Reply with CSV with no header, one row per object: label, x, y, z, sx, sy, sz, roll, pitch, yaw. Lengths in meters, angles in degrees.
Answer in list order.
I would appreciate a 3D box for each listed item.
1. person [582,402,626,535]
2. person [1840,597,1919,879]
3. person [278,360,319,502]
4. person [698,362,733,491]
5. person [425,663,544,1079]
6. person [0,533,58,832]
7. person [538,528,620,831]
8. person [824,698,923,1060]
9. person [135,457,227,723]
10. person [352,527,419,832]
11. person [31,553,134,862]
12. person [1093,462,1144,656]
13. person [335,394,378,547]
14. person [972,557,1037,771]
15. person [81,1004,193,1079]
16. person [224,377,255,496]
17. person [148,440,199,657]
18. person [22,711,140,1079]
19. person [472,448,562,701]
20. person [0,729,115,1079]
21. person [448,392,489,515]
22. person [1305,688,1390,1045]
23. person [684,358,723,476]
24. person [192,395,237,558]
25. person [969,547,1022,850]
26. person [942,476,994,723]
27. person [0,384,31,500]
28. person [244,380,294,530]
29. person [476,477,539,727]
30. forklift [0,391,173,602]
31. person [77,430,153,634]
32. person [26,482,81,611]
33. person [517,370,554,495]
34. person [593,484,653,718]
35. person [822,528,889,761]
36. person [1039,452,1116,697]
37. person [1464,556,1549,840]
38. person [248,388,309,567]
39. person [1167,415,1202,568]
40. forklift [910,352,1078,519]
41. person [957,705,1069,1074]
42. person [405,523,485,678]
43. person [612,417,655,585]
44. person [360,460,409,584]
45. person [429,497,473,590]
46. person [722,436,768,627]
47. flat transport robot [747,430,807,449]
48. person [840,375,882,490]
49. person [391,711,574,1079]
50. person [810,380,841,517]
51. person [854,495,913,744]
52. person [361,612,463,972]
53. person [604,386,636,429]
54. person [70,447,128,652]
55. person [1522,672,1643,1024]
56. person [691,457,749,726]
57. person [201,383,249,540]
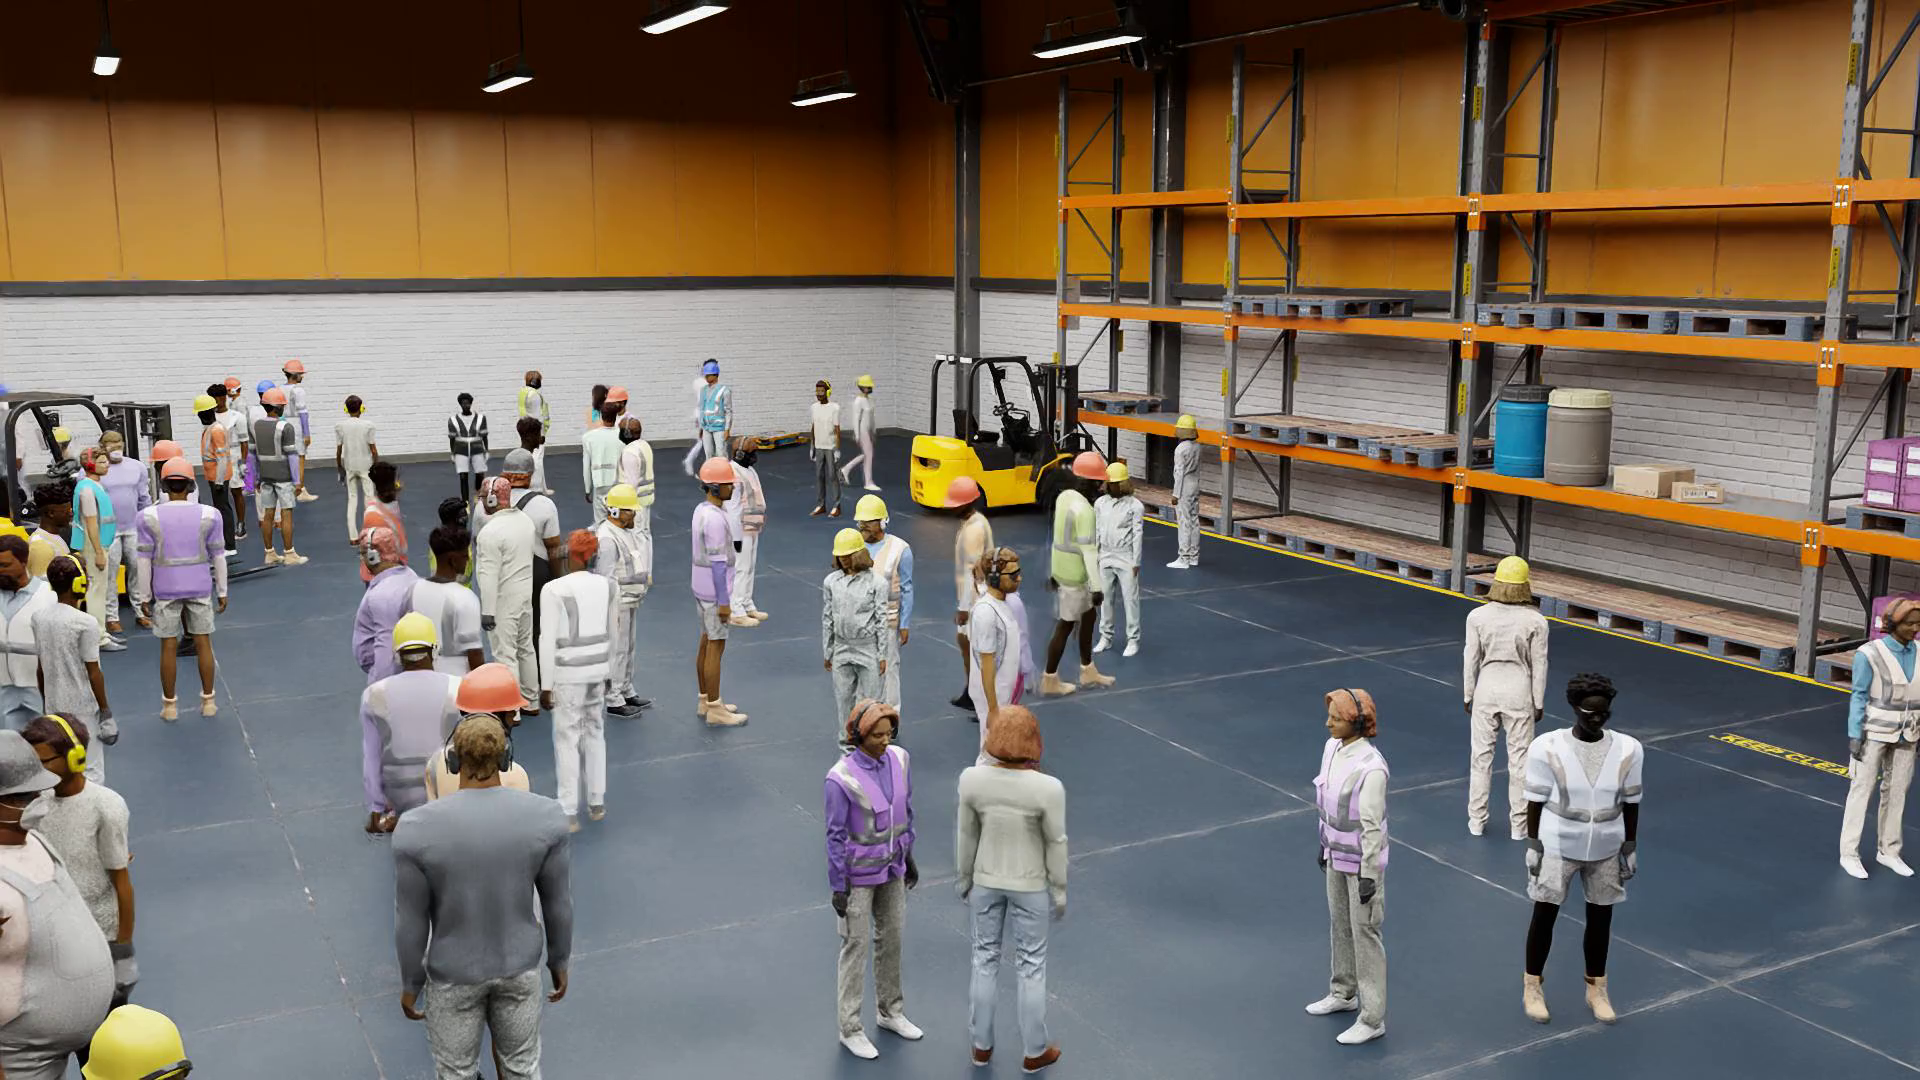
person,-3.913,-0.589,18.636,0.588,1.911,0.386,-2,10,-11
person,5.319,1.129,9.541,0.528,1.633,0.314,-2,10,-10
person,-9.523,-1.565,23.869,0.613,2.039,0.393,7,12,33
person,-3.662,-1.677,24.786,0.618,1.945,0.394,7,12,34
person,-1.903,1.452,6.802,0.552,1.935,0.373,6,12,32
person,-5.629,0.897,10.061,0.596,1.914,0.373,1,10,3
person,-2.433,0.874,10.402,0.347,1.854,0.788,7,12,35
person,-0.401,1.495,7.437,0.313,1.630,0.528,8,13,39
person,-5.940,0.378,12.728,0.613,2.029,0.409,-6,11,-29
person,-3.550,0.857,10.336,0.406,1.902,0.636,-1,10,-4
person,-5.111,1.001,9.628,0.514,1.861,0.322,5,11,25
person,1.396,0.169,14.780,0.481,1.735,0.330,6,12,33
person,-7.296,-0.834,20.196,0.520,1.858,0.338,0,10,-1
person,0.274,0.887,10.970,0.380,1.605,0.530,-6,11,-30
person,-1.983,2.001,4.136,0.312,1.768,0.529,4,11,22
person,-10.602,-1.514,24.421,0.345,1.745,0.564,-6,12,-33
person,-6.950,0.073,14.774,0.389,1.930,0.544,0,10,-3
person,-3.370,1.562,6.412,0.524,1.857,0.337,5,11,27
person,-3.483,0.275,13.277,0.688,2.000,0.536,1,10,4
person,-3.116,1.615,5.564,0.536,2.000,0.683,-3,10,-14
person,-6.731,-1.198,22.789,0.538,1.687,0.499,-3,10,-18
person,1.789,1.469,7.598,0.318,1.630,0.513,-2,10,-13
person,-4.030,-1.934,26.423,0.608,1.893,0.790,6,12,33
person,-8.745,-0.747,19.523,0.390,1.916,0.585,-6,11,-29
person,0.226,0.952,9.943,0.336,1.845,0.514,1,10,8
person,0.114,0.427,12.840,0.493,1.889,0.645,1,10,5
person,-12.430,-1.103,21.615,0.631,1.890,0.893,1,10,5
person,-8.906,-1.092,21.455,0.605,1.939,0.415,3,10,19
person,-3.462,0.463,12.625,0.397,1.900,0.649,2,10,13
forklift,-9.026,-0.363,16.508,1.214,2.155,2.313,6,11,29
person,-7.927,-0.081,15.666,0.385,1.929,0.635,9,13,42
person,-6.451,0.561,11.876,0.380,1.958,0.604,-3,10,-19
person,-6.270,-1.582,24.548,0.429,1.844,0.624,-7,12,-36
person,-2.610,0.468,12.825,0.403,1.817,0.605,0,10,2
person,-0.720,0.773,11.316,0.490,1.730,0.325,4,11,22
person,1.017,0.283,13.327,0.846,2.004,0.641,-2,10,-13
person,3.334,0.960,10.191,0.489,1.743,0.322,5,11,26
person,-7.770,-0.713,18.962,0.616,2.041,0.380,3,10,17
person,2.554,-0.552,18.896,0.297,1.744,0.487,7,12,36
forklift,0.460,-1.461,22.833,2.313,2.155,1.214,-5,11,-28
person,0.223,1.527,7.293,0.526,1.628,0.278,4,11,20
person,-3.109,0.858,10.160,0.651,1.967,0.445,6,12,32
person,-3.464,-0.385,17.655,0.430,1.843,0.625,1,10,5
person,-4.645,0.282,13.575,0.467,1.921,0.651,-3,10,-16
person,-3.989,0.493,13.048,0.326,1.690,0.536,1,10,3
person,-2.072,-0.087,15.975,0.429,1.834,0.636,1,10,7
flat transport robot,-3.465,-1.848,30.592,0.652,0.197,1.431,5,11,26
person,-1.495,-1.627,25.072,0.667,1.746,0.526,4,10,20
person,-1.734,1.578,6.113,0.637,1.930,0.371,-5,11,-25
person,-1.823,-1.239,22.534,0.507,1.861,0.327,6,12,32
person,-0.641,0.574,12.156,0.597,1.832,0.404,3,10,17
person,-2.686,1.256,8.398,0.600,1.785,0.949,-1,10,-8
person,-4.196,-0.946,20.646,0.399,1.928,0.543,-8,13,-39
person,-7.765,0.083,14.939,0.392,1.847,0.563,-4,11,-24
person,2.864,1.422,7.702,0.536,1.689,0.322,1,10,4
person,-1.838,0.386,12.635,0.392,2.044,0.608,-3,10,-18
person,-9.166,-0.975,20.713,0.600,1.958,0.387,1,10,7
